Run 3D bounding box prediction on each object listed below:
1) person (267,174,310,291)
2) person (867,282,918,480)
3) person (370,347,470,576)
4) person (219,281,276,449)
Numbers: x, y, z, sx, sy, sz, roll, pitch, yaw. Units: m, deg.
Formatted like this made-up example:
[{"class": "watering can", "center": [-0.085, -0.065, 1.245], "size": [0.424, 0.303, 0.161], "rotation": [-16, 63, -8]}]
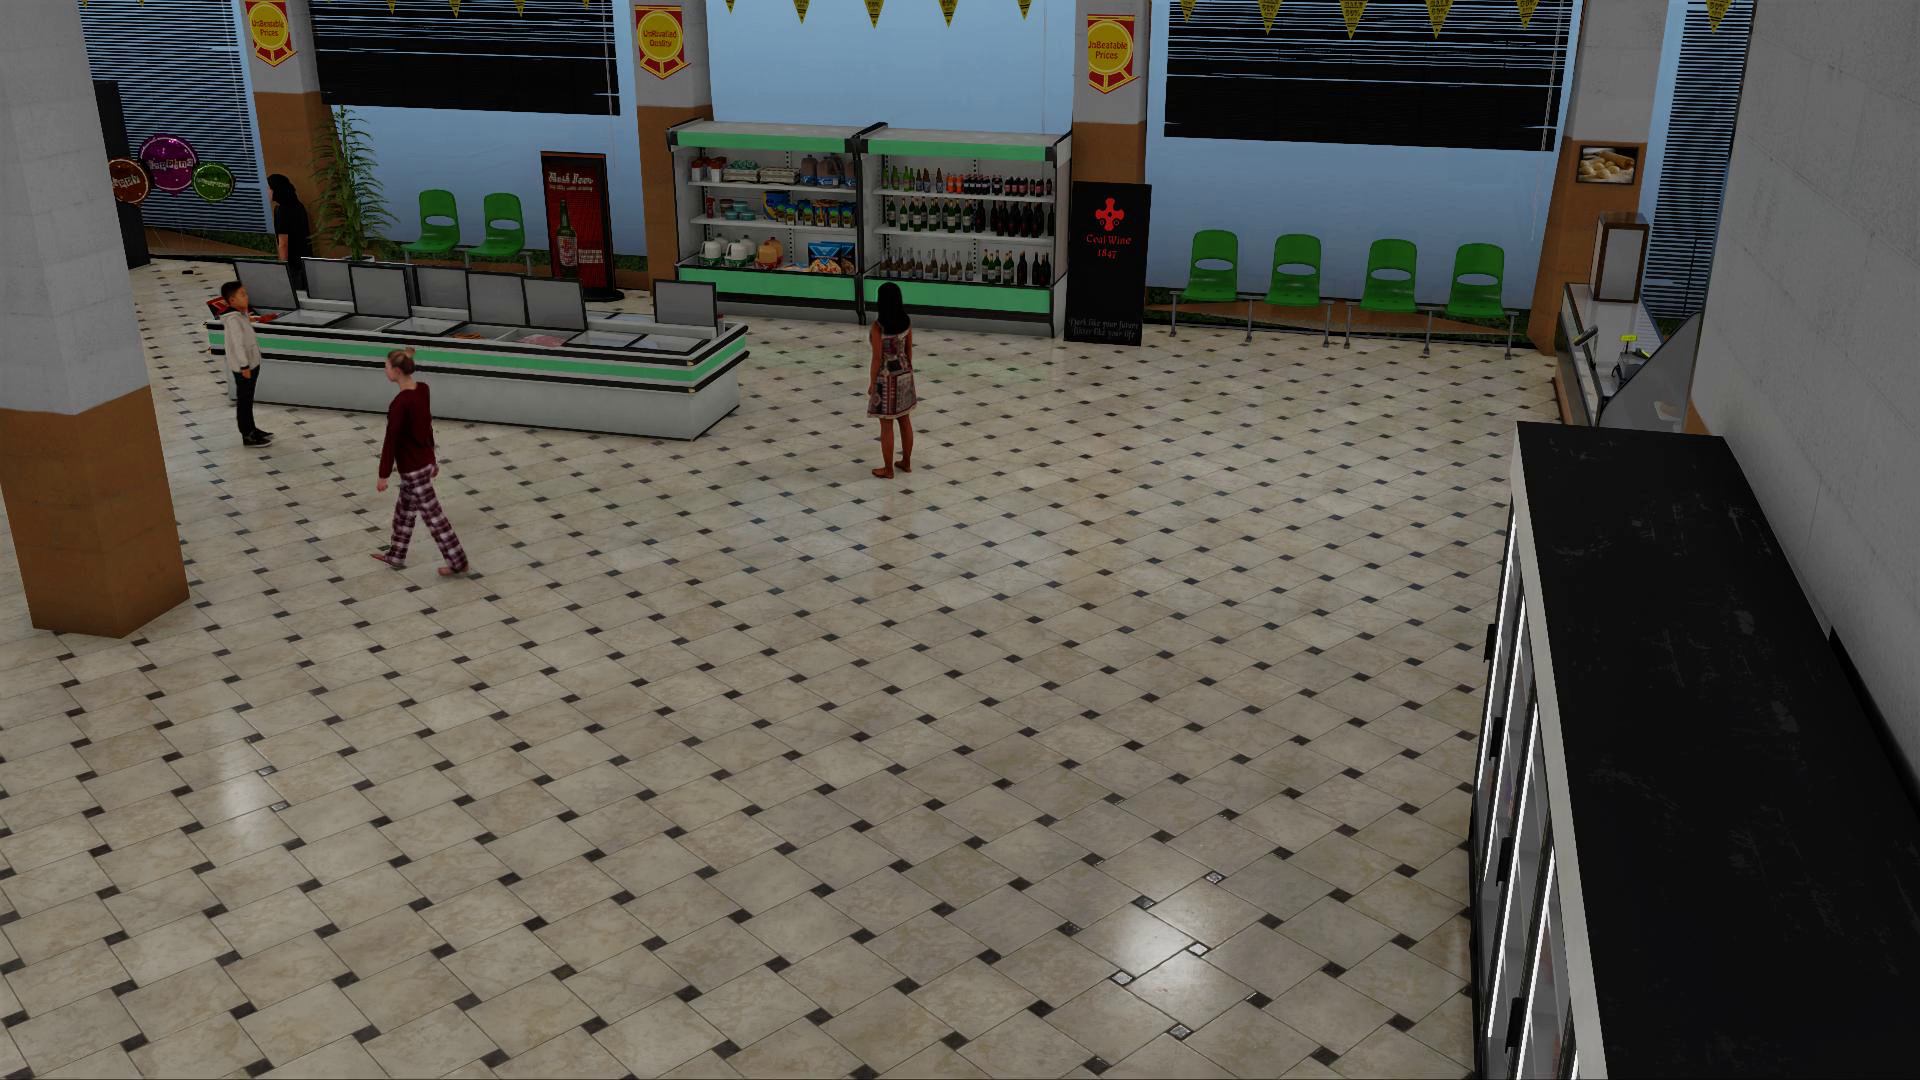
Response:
[{"class": "person", "center": [-7.018, -2.954, 17.559], "size": [0.603, 1.829, 0.675], "rotation": [1, 22, 2]}, {"class": "person", "center": [-0.562, -1.328, 13.758], "size": [0.725, 1.645, 0.721], "rotation": [-19, 29, -39]}, {"class": "person", "center": [-3.749, -0.516, 11.702], "size": [1.020, 1.671, 0.756], "rotation": [2, 22, 4]}, {"class": "person", "center": [-6.277, -1.547, 14.560], "size": [0.652, 1.454, 0.651], "rotation": [-6, 23, -14]}]
